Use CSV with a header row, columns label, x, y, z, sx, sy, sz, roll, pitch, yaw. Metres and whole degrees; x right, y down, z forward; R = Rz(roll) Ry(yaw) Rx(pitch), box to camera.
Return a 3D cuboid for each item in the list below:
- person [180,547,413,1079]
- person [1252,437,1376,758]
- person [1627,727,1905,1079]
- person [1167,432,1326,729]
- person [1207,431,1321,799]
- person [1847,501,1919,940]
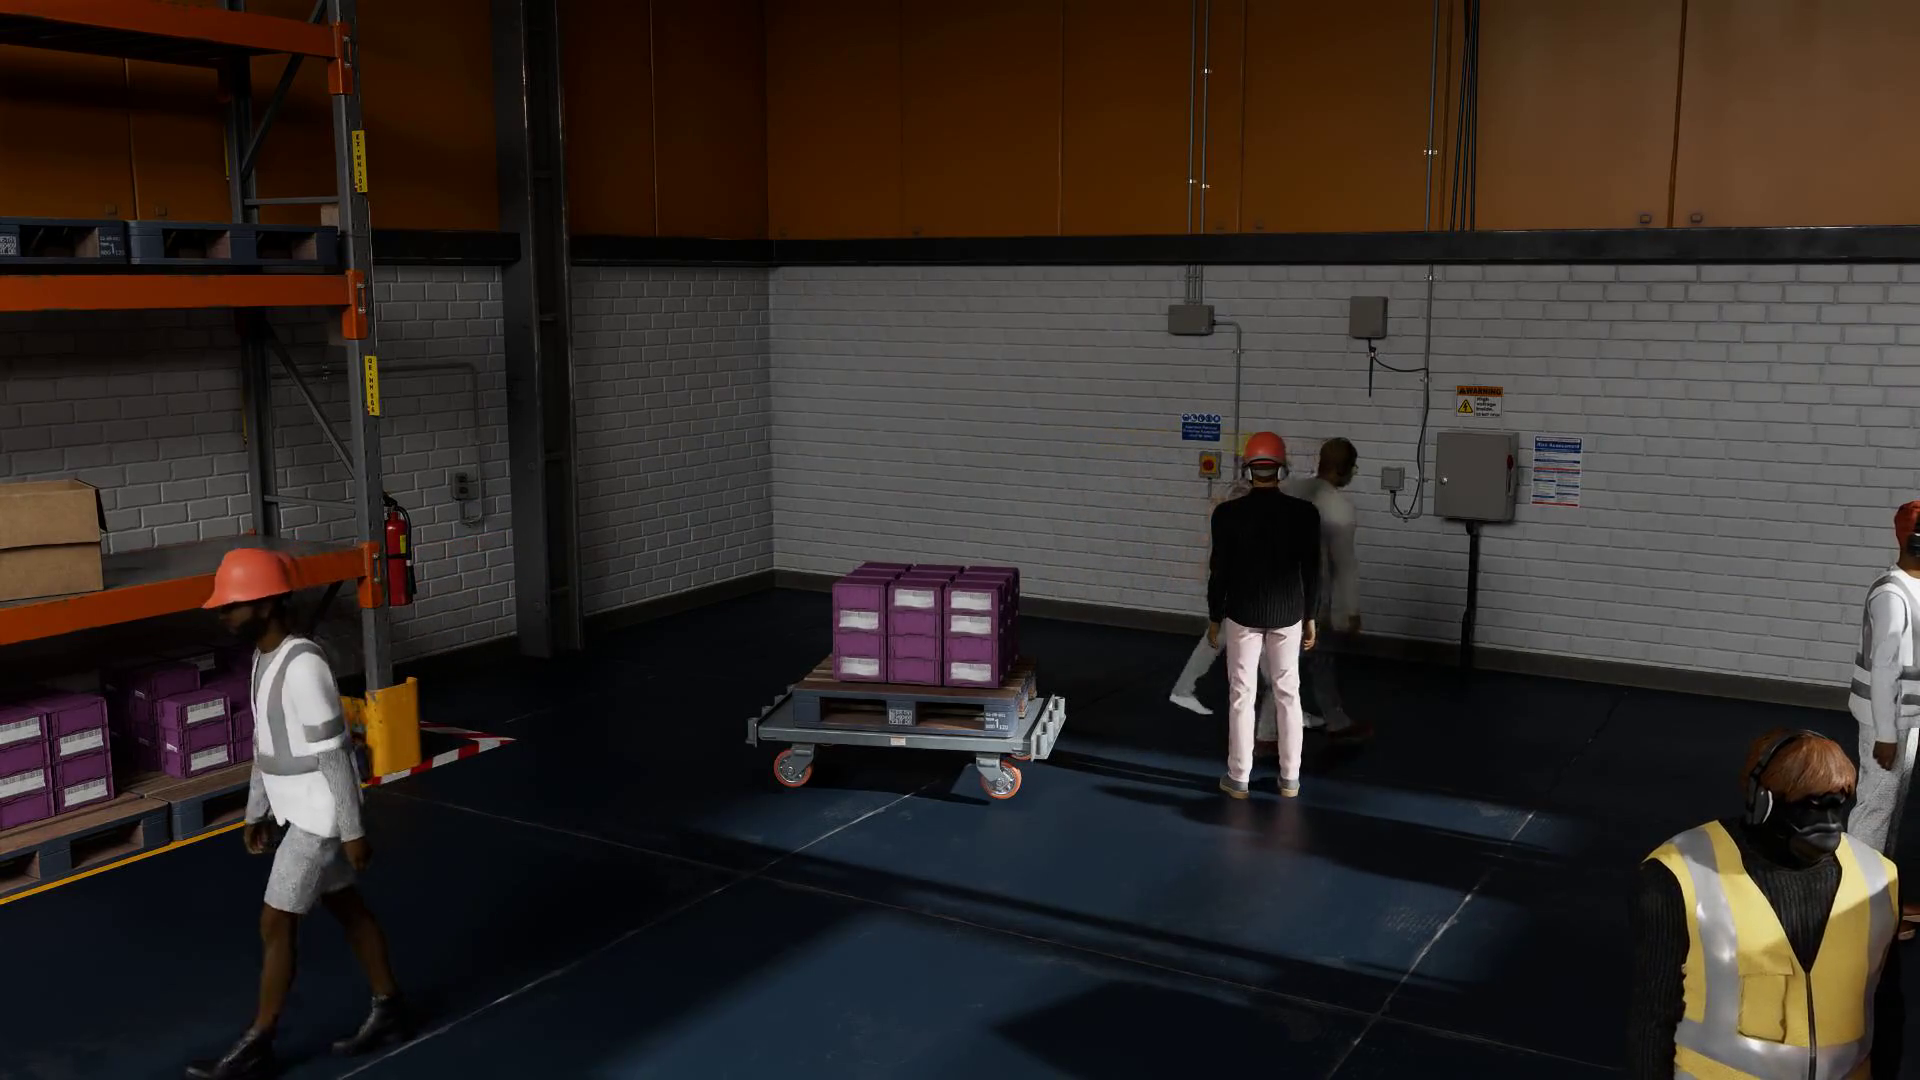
label,x,y,z,sx,sy,sz,roll,pitch,yaw
person,-2.391,0.967,5.847,0.903,1.891,0.563,-6,11,-32
person,2.133,0.345,9.744,0.950,1.889,0.650,-3,9,-15
person,1.849,1.321,3.830,0.625,1.836,0.428,0,9,0
person,1.793,0.242,10.471,1.007,1.871,0.611,3,10,19
person,1.641,0.408,9.025,0.619,1.990,0.395,0,9,-3
person,4.028,0.765,7.161,0.347,1.879,0.577,8,12,40
